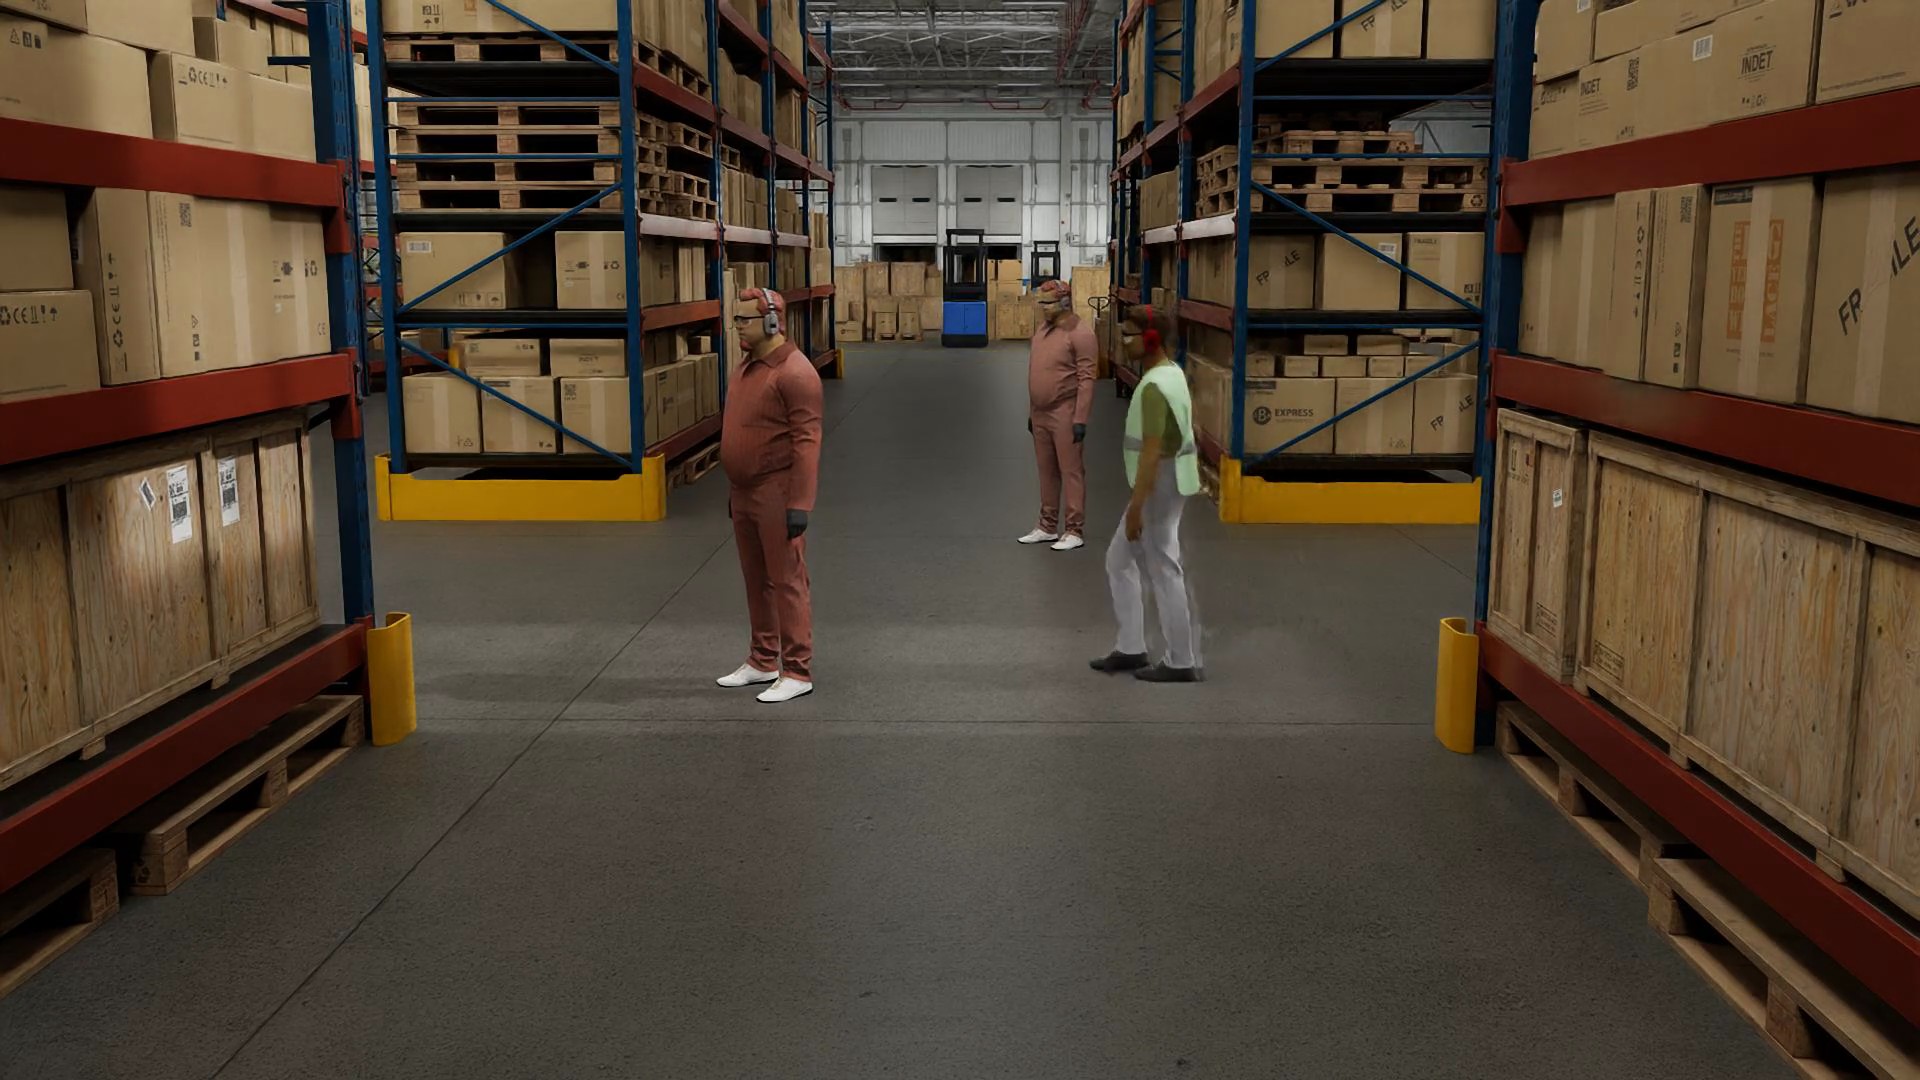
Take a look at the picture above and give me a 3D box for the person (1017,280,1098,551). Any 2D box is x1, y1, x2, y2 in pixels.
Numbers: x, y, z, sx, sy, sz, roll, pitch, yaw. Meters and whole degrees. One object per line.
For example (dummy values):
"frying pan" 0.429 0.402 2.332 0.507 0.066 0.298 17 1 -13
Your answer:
"person" 0.680 -0.881 11.772 0.407 1.902 0.638 -6 11 -34

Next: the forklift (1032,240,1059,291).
"forklift" 3.172 -9.648 61.356 1.129 2.768 1.873 0 9 1

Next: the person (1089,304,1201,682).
"person" 0.848 -0.211 7.976 0.677 1.819 0.612 1 10 8

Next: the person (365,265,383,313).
"person" -23.546 -10.094 66.951 0.871 1.893 0.612 3 10 16

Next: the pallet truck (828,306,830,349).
"pallet truck" -3.100 -3.940 29.800 1.885 1.965 0.823 3 10 19

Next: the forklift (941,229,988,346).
"forklift" 0.124 -6.117 40.203 1.129 2.768 1.873 0 9 1

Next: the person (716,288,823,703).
"person" -0.909 -0.208 7.721 0.408 1.906 0.654 -7 12 -36
